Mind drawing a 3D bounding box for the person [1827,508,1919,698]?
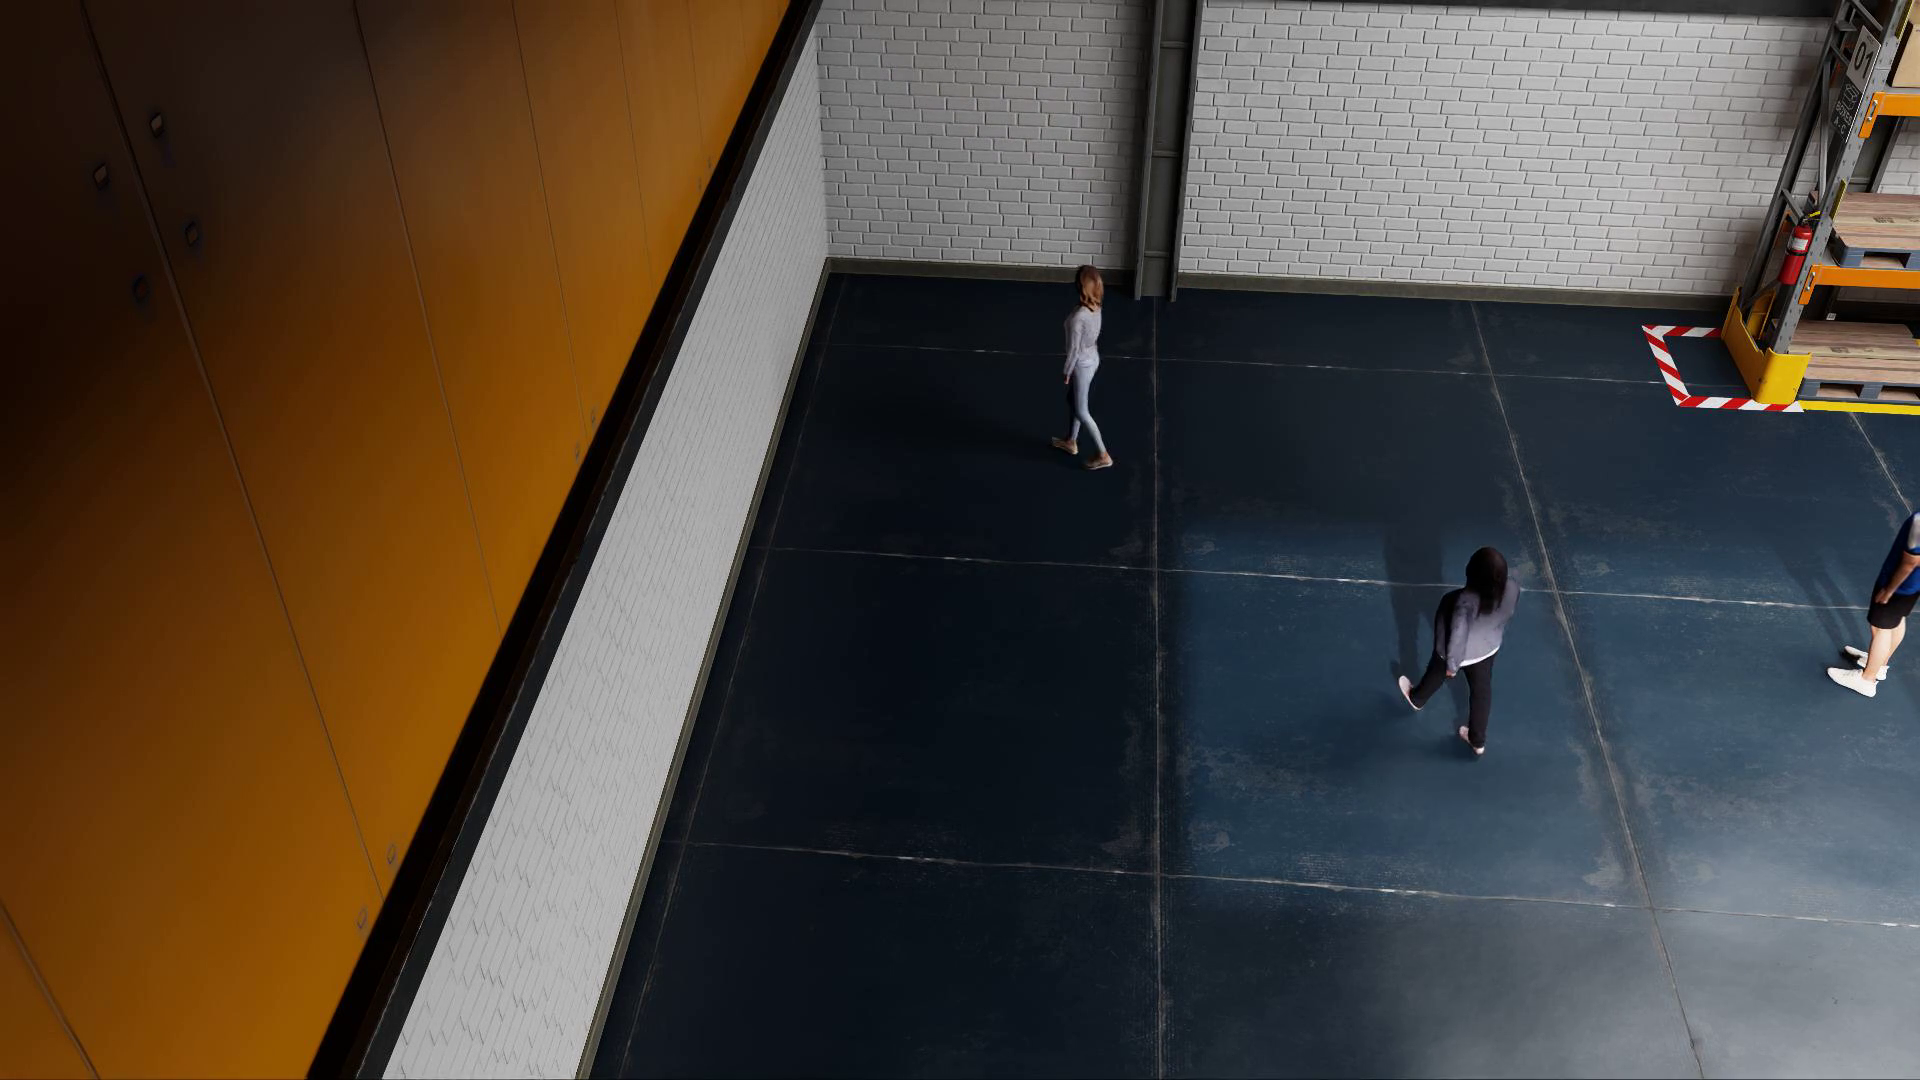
[{"bbox_3d":[6.361,0.245,11.191,0.742,1.866,0.795,-30,47,-32],"label":"person"}]

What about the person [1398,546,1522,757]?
[{"bbox_3d":[3.349,0.745,10.808,1.068,1.561,1.019,-14,41,-17],"label":"person"}]

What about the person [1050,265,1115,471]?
[{"bbox_3d":[0.976,-1.383,13.280,0.961,1.801,0.806,13,40,15],"label":"person"}]
